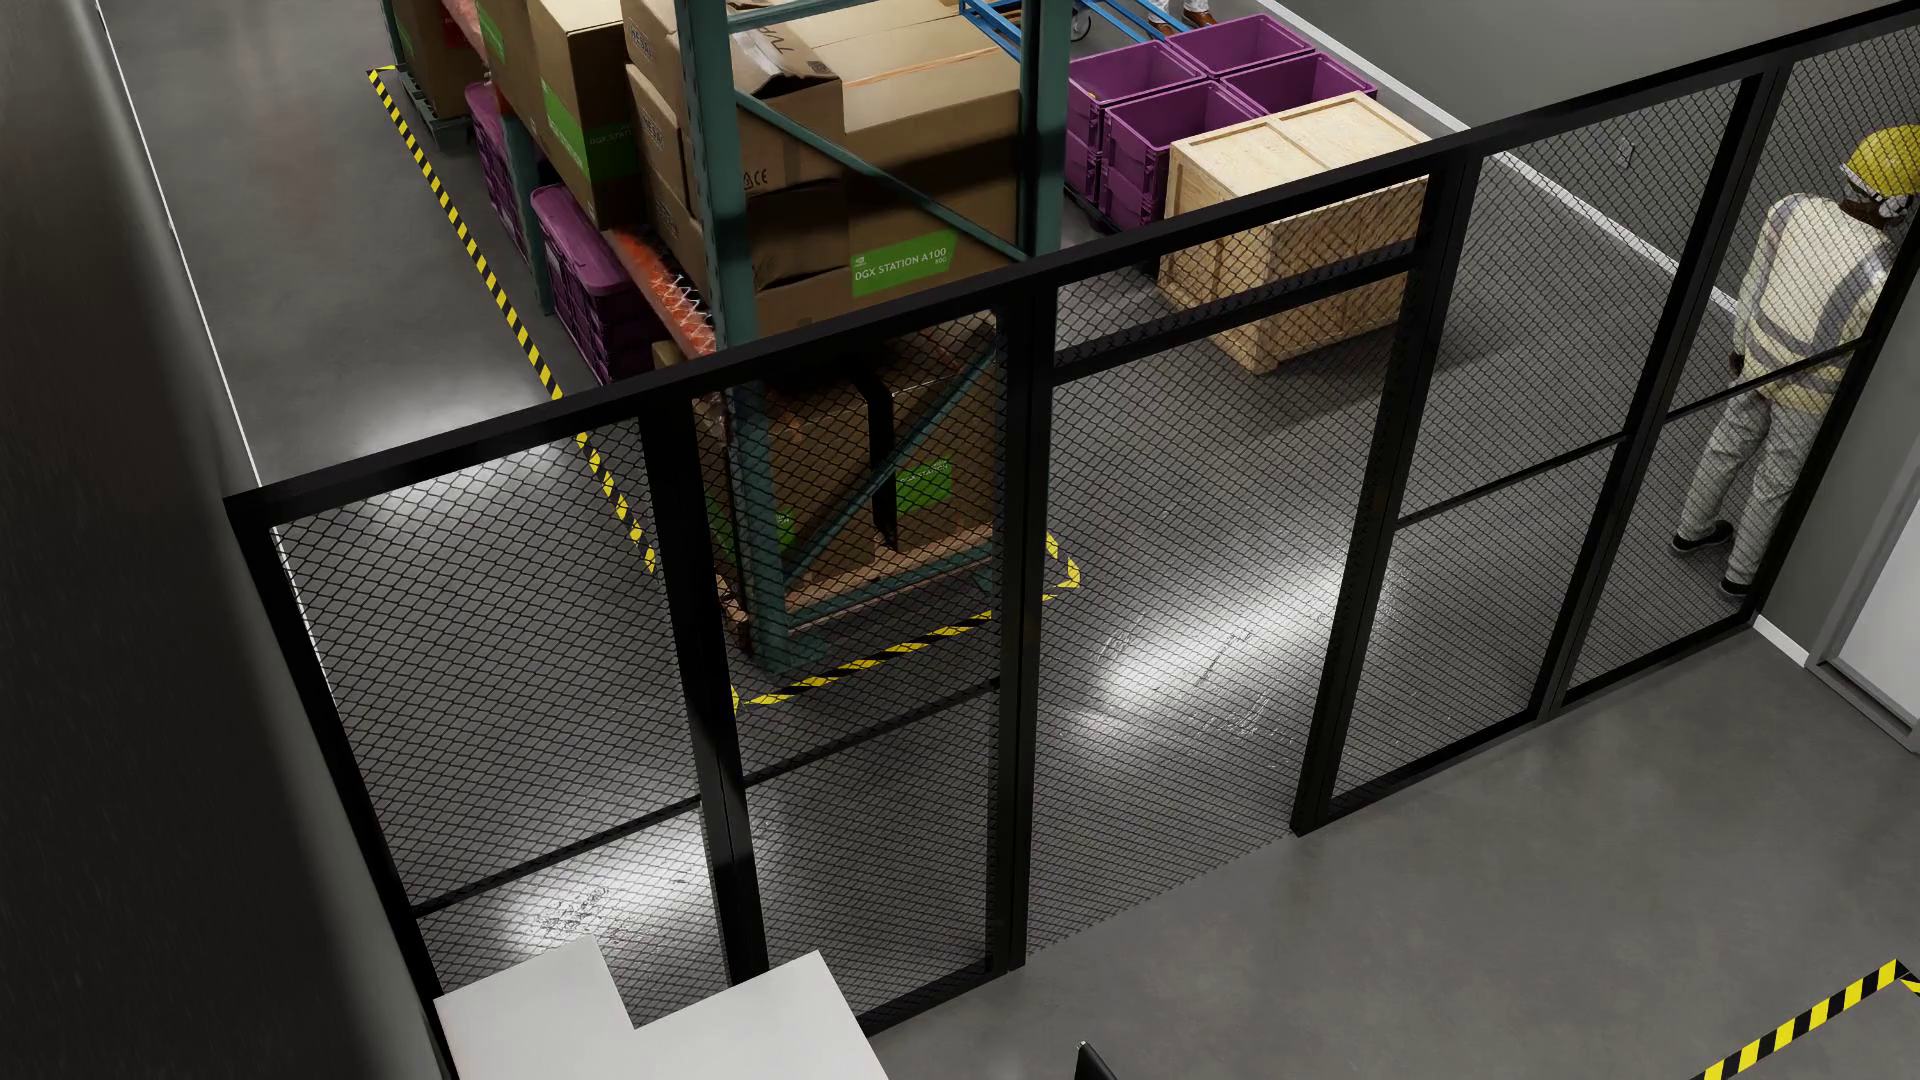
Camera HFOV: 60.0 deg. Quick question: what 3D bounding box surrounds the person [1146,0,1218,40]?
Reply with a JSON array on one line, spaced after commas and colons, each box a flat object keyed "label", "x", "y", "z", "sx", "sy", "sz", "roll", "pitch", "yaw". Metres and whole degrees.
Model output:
[{"label": "person", "x": 1.276, "y": -3.622, "z": 8.907, "sx": 0.636, "sy": 1.938, "sz": 0.358, "roll": -22, "pitch": 47, "yaw": -22}]

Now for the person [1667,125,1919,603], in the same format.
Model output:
[{"label": "person", "x": 2.863, "y": -0.569, "z": 5.645, "sx": 0.404, "sy": 1.831, "sz": 0.600, "roll": -15, "pitch": 44, "yaw": -15}]
